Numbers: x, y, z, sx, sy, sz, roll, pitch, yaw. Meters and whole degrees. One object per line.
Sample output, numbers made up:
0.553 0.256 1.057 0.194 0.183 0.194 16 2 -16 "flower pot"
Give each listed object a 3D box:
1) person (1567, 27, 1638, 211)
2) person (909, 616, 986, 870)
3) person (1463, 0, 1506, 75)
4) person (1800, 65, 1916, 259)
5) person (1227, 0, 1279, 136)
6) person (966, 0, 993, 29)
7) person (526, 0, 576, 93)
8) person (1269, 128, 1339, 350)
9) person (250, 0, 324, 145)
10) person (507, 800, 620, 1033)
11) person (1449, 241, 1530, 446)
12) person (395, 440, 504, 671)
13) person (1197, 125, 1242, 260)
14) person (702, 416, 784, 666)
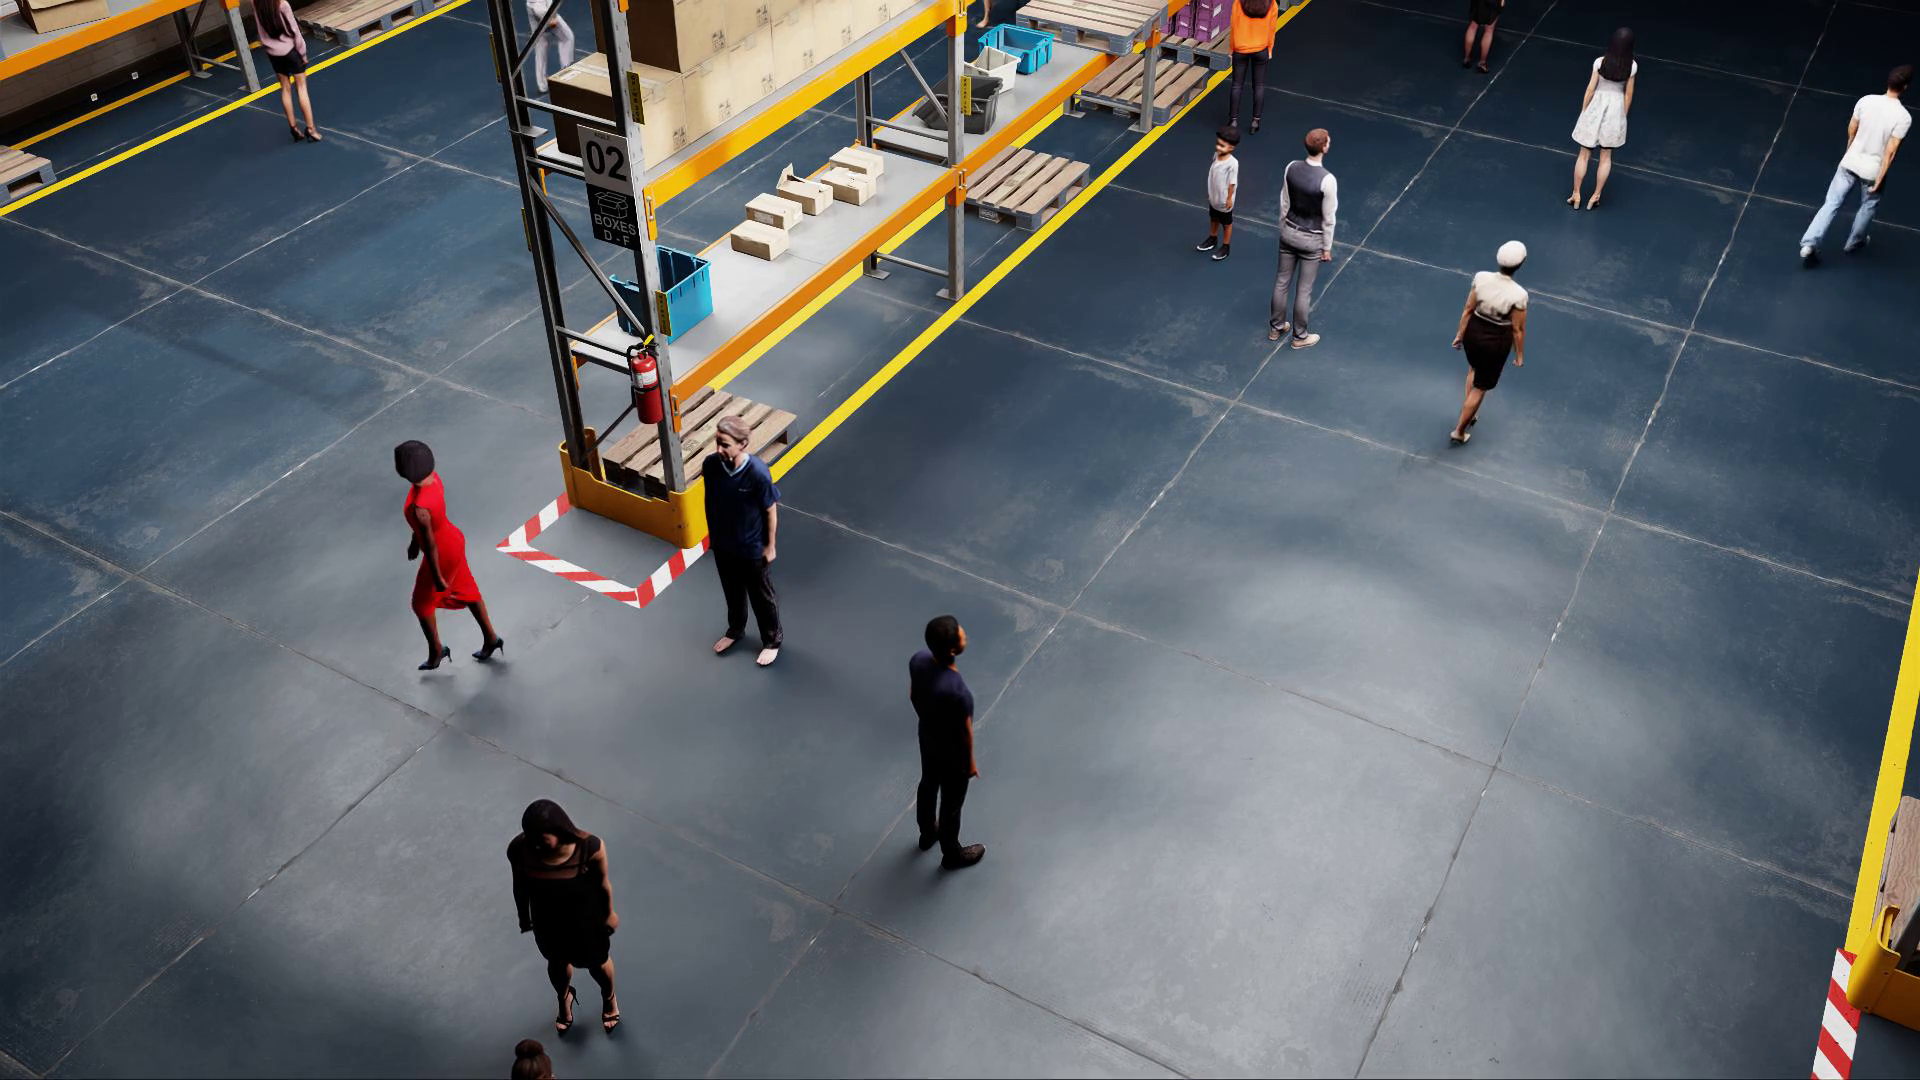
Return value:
6.094 -3.991 15.770 0.712 1.773 0.714 10 40 12 "person"
-0.098 1.134 9.337 0.666 1.793 0.712 -26 45 -29 "person"
5.820 -6.003 18.343 0.602 1.706 0.645 -29 47 -31 "person"
8.032 -3.320 14.890 1.230 1.824 0.950 -26 46 -29 "person"
2.988 -5.017 17.075 0.701 1.748 0.693 3 39 4 "person"
0.276 -6.773 19.432 0.820 1.551 0.685 -32 48 -33 "person"
-4.550 -5.653 17.866 0.719 1.756 0.834 31 48 33 "person"
2.842 -2.509 13.783 0.720 1.938 0.650 32 48 33 "person"
-6.859 -4.913 16.896 0.689 1.811 0.642 7 39 9 "person"
-1.982 1.913 8.424 0.764 1.717 0.772 0 39 0 "person"
3.937 -1.439 12.603 0.812 1.738 0.772 -29 47 -31 "person"
-3.227 0.105 10.683 0.878 1.722 0.849 -3 39 -4 "person"
2.399 -3.192 15.185 0.577 1.255 0.550 -24 44 -27 "person"
-1.405 -0.002 10.698 0.685 1.871 0.568 15 41 18 "person"
